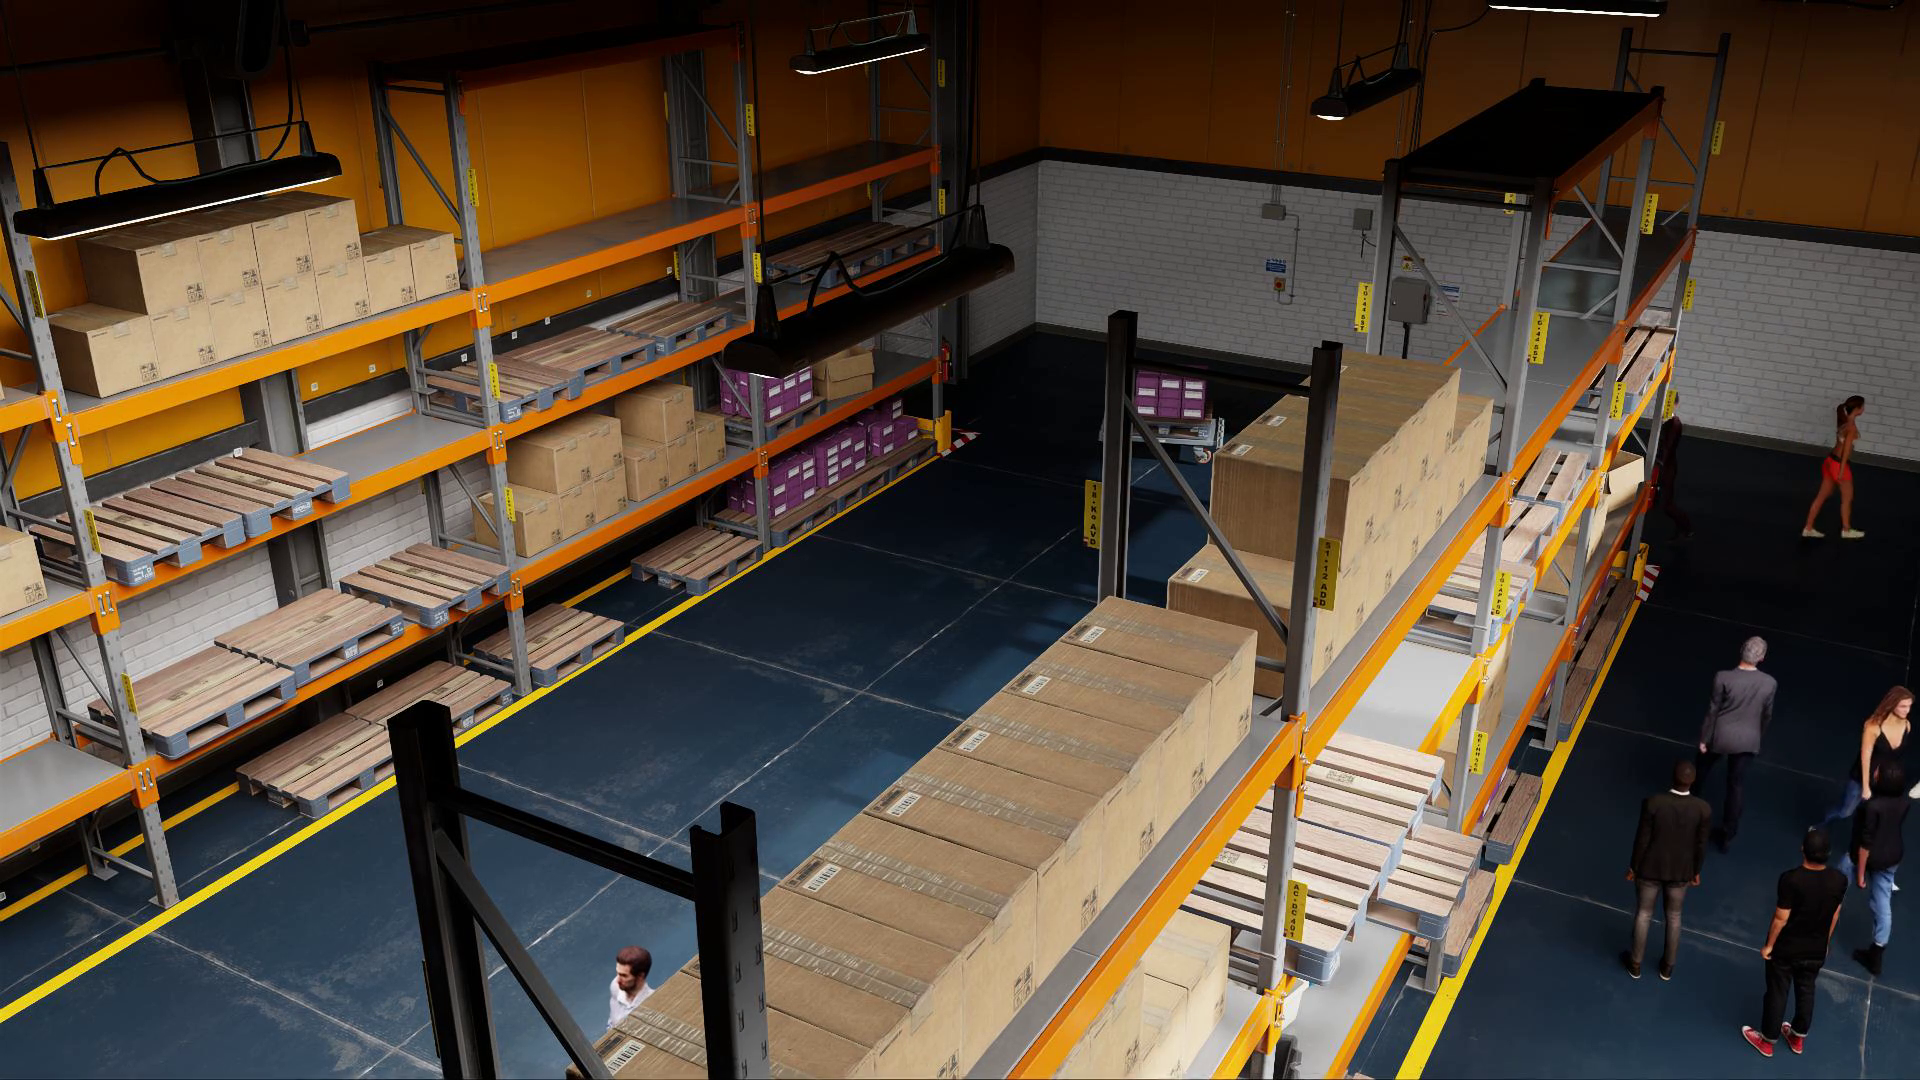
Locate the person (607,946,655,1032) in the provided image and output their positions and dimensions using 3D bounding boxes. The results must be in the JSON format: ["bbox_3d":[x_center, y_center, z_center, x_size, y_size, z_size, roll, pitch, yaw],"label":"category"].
[{"bbox_3d":[-1.928,3.245,10.162,0.706,1.851,0.599,17,29,34],"label":"person"}]

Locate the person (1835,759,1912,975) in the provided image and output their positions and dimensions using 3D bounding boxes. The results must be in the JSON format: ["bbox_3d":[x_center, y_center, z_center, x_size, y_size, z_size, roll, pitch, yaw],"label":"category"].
[{"bbox_3d":[6.787,2.431,12.244,0.946,1.675,1.024,-5,24,-11],"label":"person"}]

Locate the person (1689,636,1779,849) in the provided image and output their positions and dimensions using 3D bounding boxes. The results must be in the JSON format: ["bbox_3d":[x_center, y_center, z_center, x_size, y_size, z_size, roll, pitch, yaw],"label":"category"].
[{"bbox_3d":[6.428,1.697,13.788,1.032,1.783,1.323,3,24,6],"label":"person"}]

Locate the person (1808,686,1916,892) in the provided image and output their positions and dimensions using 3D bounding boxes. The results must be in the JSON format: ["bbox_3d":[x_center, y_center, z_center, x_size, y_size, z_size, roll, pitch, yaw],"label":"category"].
[{"bbox_3d":[7.305,1.905,13.448,1.027,1.676,1.156,-4,24,-8],"label":"person"}]

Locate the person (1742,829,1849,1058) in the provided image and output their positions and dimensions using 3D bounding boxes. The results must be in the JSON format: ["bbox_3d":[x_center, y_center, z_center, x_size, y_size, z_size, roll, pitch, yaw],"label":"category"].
[{"bbox_3d":[5.744,2.760,11.391,0.706,1.756,0.729,-2,24,-4],"label":"person"}]

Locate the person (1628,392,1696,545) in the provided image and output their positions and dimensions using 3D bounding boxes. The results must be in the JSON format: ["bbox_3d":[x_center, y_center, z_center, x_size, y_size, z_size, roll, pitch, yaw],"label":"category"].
[{"bbox_3d":[8.326,-0.837,19.506,1.030,1.847,1.174,2,24,6],"label":"person"}]

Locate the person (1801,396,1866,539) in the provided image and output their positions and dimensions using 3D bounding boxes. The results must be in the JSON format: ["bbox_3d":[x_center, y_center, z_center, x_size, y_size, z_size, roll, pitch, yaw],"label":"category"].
[{"bbox_3d":[10.253,-0.837,19.606,0.929,1.766,0.981,2,24,3],"label":"person"}]

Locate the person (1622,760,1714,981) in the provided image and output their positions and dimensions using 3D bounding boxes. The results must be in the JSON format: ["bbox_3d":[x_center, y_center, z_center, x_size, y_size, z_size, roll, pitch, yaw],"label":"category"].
[{"bbox_3d":[5.155,2.404,12.152,0.731,1.799,0.672,4,24,9],"label":"person"}]
